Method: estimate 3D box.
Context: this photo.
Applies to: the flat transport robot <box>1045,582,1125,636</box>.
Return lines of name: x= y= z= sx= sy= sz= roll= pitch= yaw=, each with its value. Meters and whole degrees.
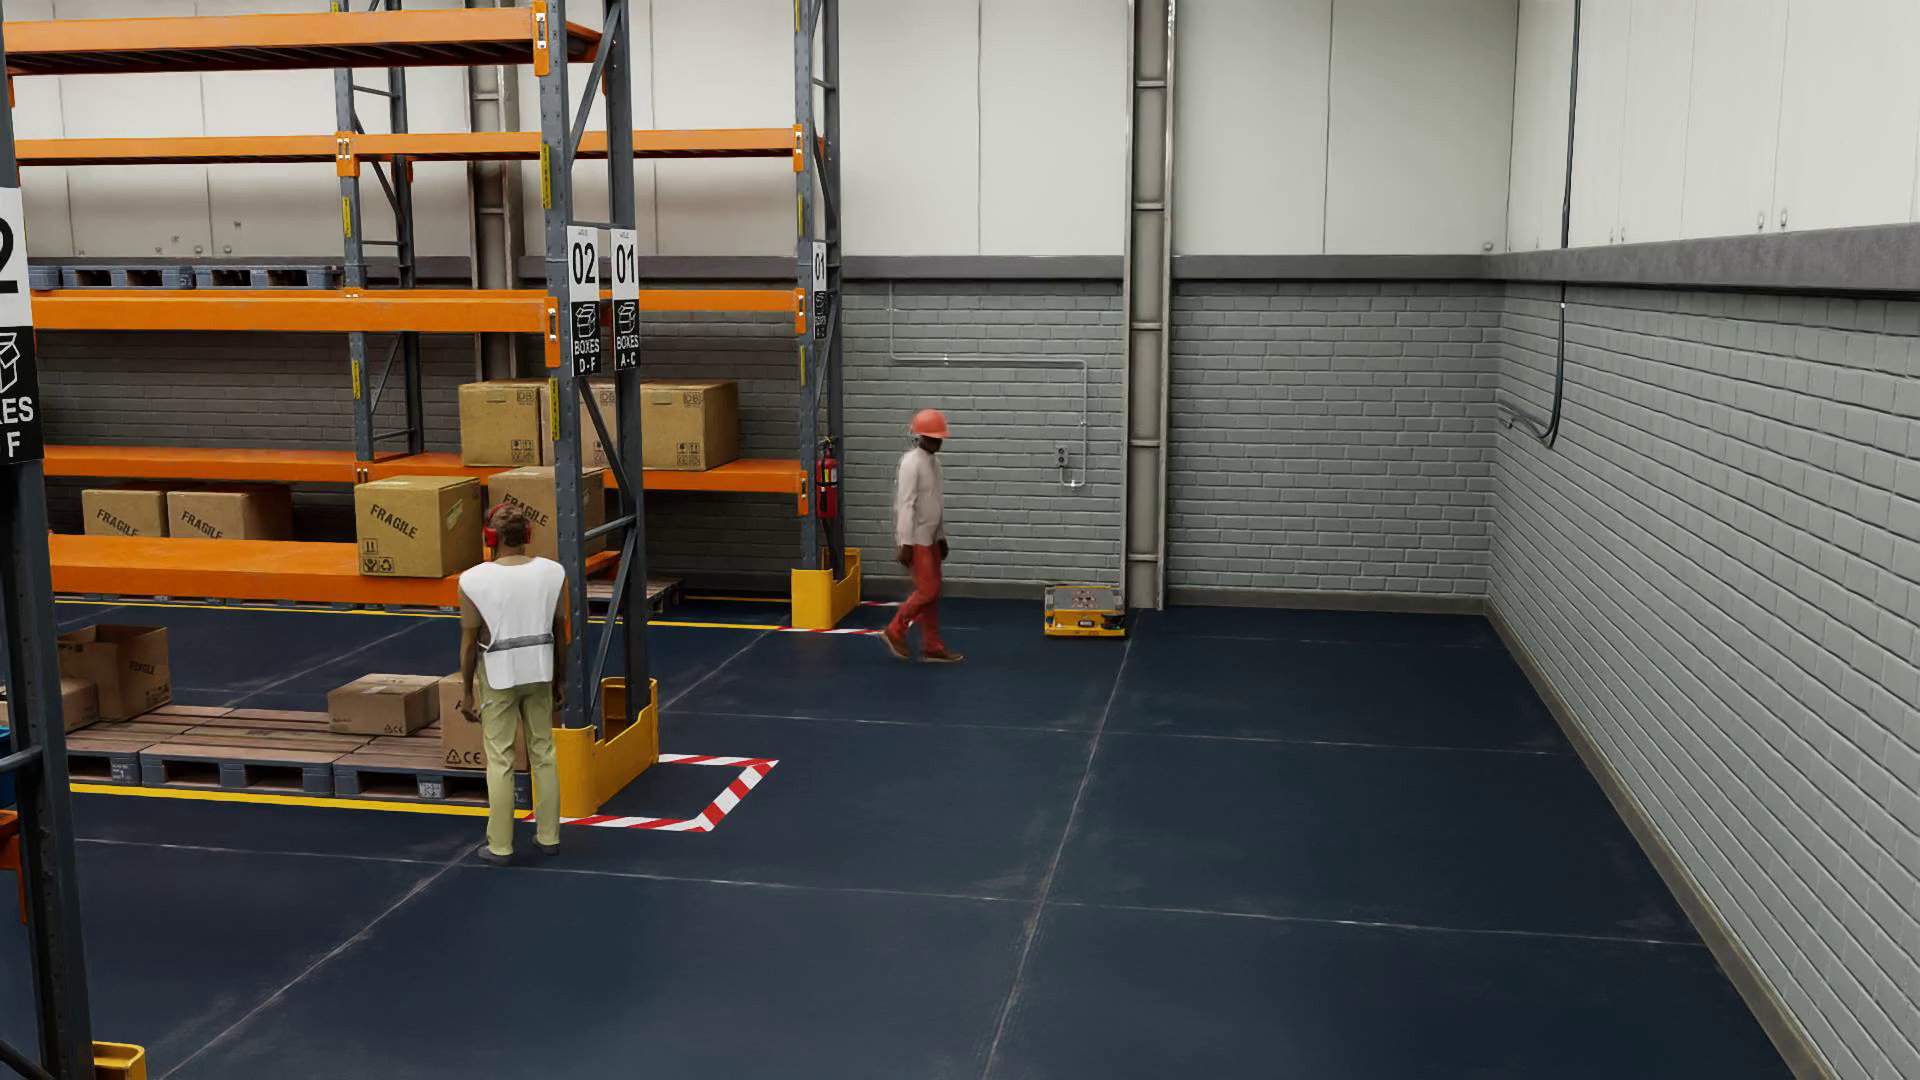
flat transport robot: x=1.049 y=0.581 z=14.156 sx=0.652 sy=0.197 sz=1.431 roll=0 pitch=9 yaw=3

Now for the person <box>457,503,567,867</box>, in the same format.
person: x=-2.235 y=0.731 z=8.393 sx=0.560 sy=1.836 sz=0.390 roll=-7 pitch=11 yaw=-36

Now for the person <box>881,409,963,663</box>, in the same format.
person: x=-0.289 y=-0.006 z=12.545 sx=0.502 sy=1.971 sz=0.689 roll=3 pitch=10 yaw=17
